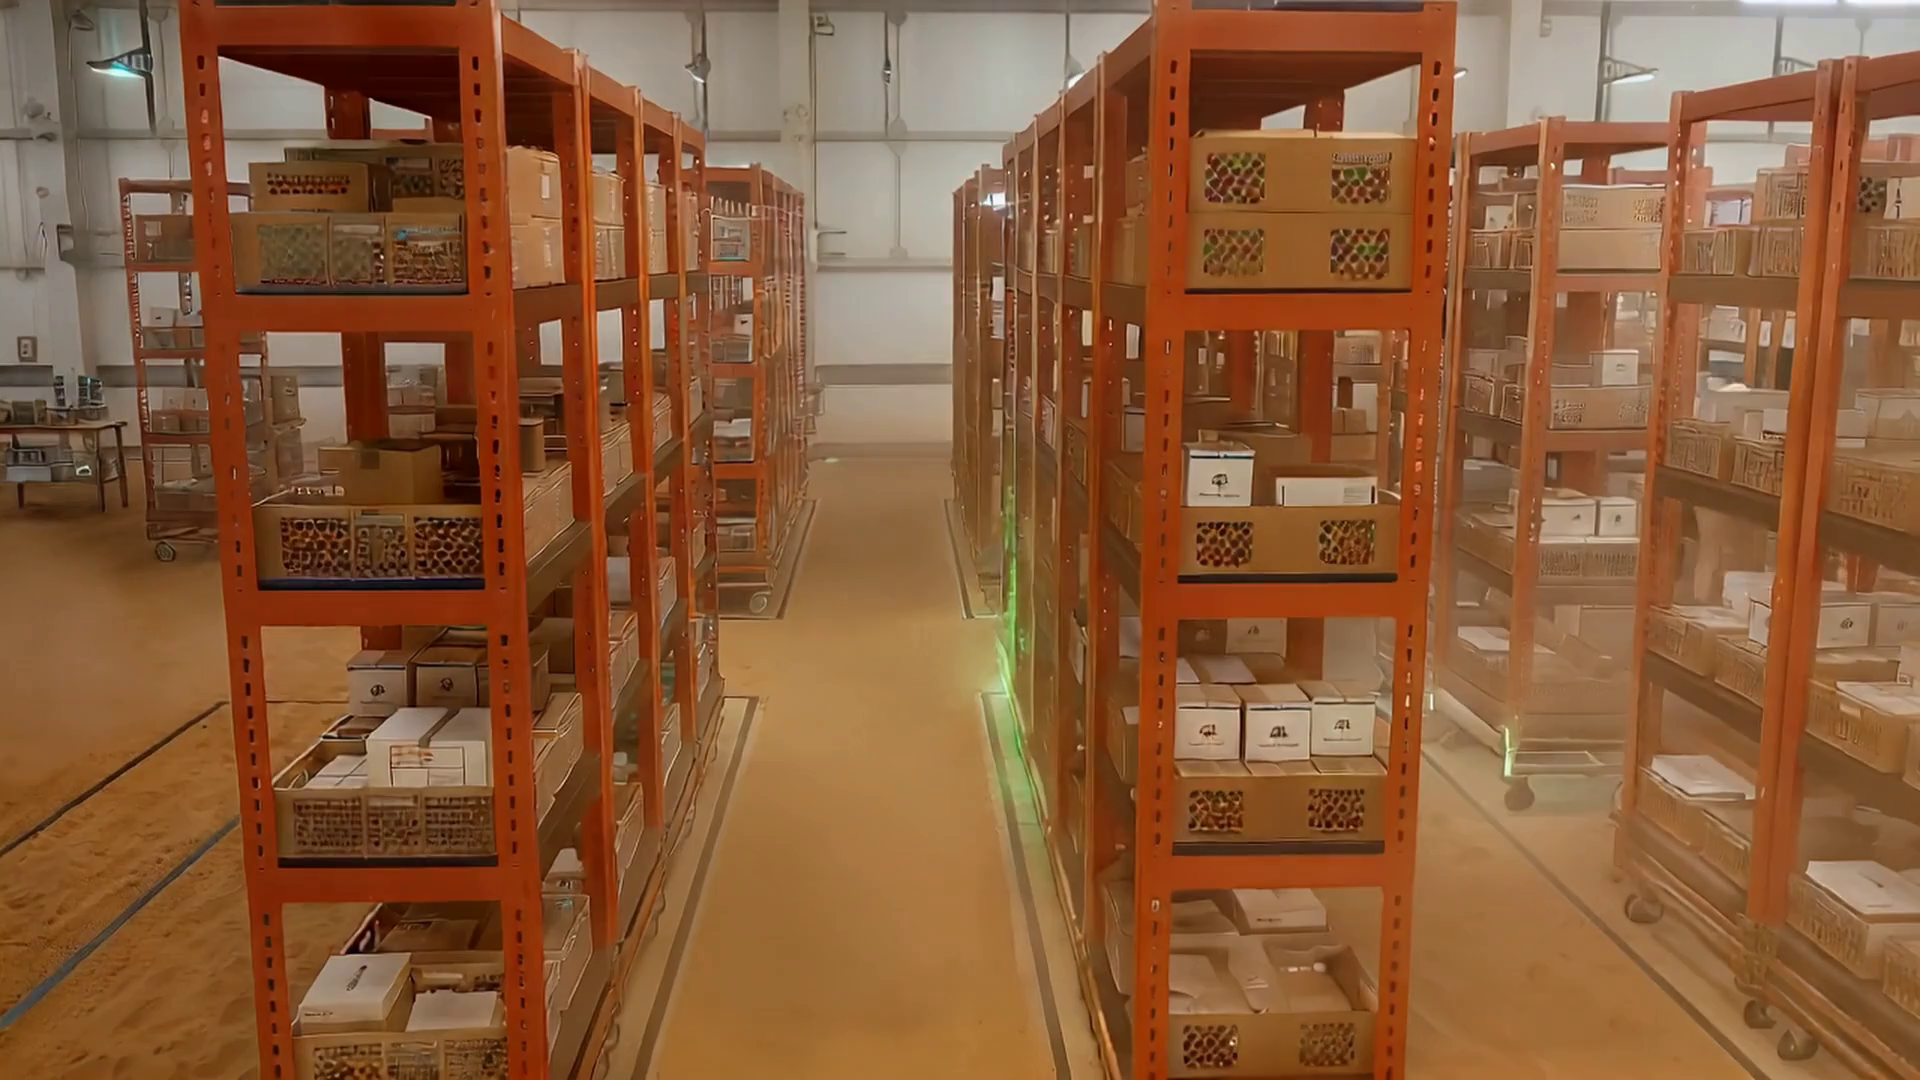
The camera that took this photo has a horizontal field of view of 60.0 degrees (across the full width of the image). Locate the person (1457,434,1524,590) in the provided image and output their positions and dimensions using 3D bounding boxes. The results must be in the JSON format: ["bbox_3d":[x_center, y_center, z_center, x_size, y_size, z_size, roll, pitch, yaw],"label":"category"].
[{"bbox_3d":[4.505,-0.390,14.052,0.597,1.811,0.838,-2,10,-10],"label":"person"}]

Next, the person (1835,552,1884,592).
[{"bbox_3d":[6.702,-0.083,12.251,0.586,1.832,0.403,-4,11,-23],"label":"person"}]

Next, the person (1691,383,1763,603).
[{"bbox_3d":[5.899,-0.216,12.691,1.011,1.937,0.628,-9,14,-42],"label":"person"}]
